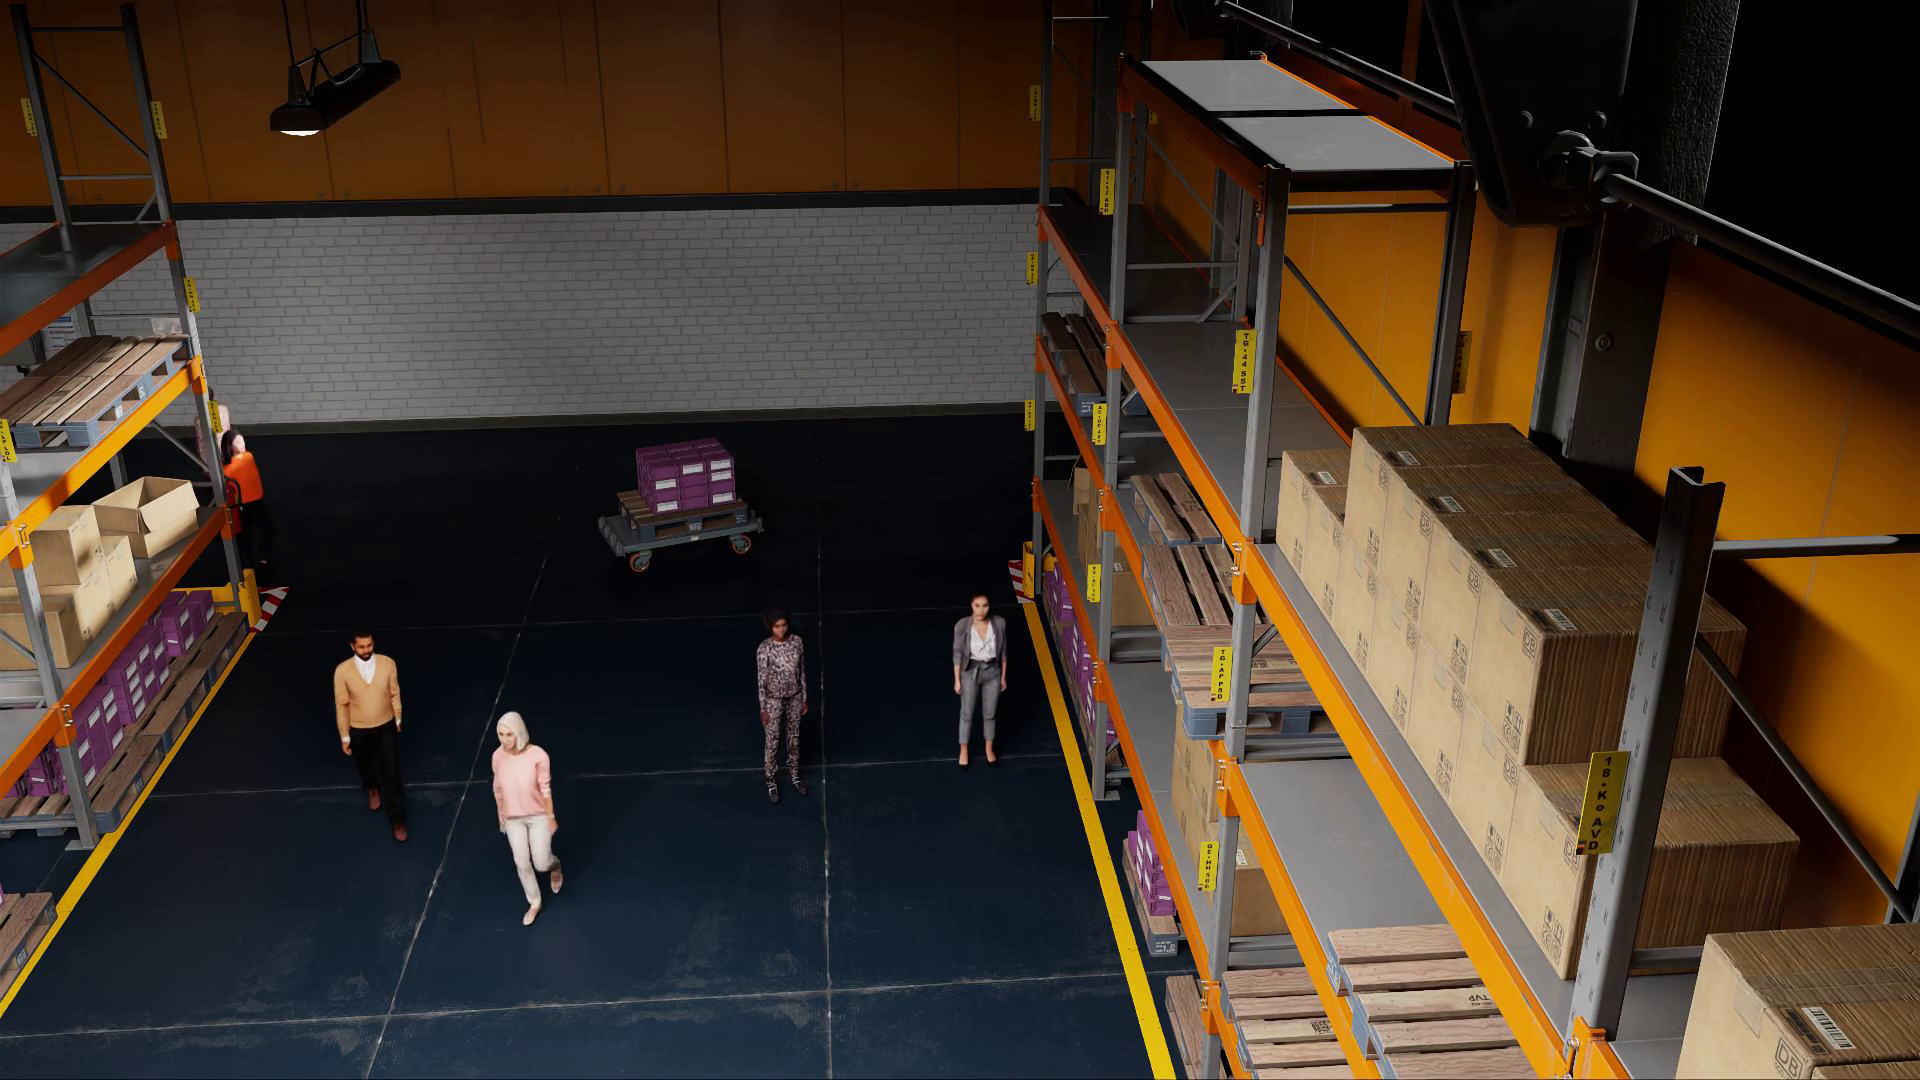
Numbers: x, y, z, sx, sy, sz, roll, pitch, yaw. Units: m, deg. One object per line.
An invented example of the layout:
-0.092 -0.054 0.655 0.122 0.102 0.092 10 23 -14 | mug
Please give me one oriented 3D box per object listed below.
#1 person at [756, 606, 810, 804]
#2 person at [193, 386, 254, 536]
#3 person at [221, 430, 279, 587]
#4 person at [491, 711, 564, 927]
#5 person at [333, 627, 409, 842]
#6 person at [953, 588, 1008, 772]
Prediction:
-1.446 1.326 13.587 0.660 1.714 0.674 -12 26 -25 | person
-8.169 -0.840 18.449 0.935 1.788 0.969 6 24 14 | person
-7.514 -0.334 17.355 0.773 1.738 0.649 7 25 15 | person
-3.118 1.968 12.121 0.690 1.712 0.789 3 24 7 | person
-4.714 1.472 13.251 0.912 1.716 1.242 -11 26 -23 | person
0.174 1.161 14.012 0.631 1.677 0.584 -4 24 -8 | person
